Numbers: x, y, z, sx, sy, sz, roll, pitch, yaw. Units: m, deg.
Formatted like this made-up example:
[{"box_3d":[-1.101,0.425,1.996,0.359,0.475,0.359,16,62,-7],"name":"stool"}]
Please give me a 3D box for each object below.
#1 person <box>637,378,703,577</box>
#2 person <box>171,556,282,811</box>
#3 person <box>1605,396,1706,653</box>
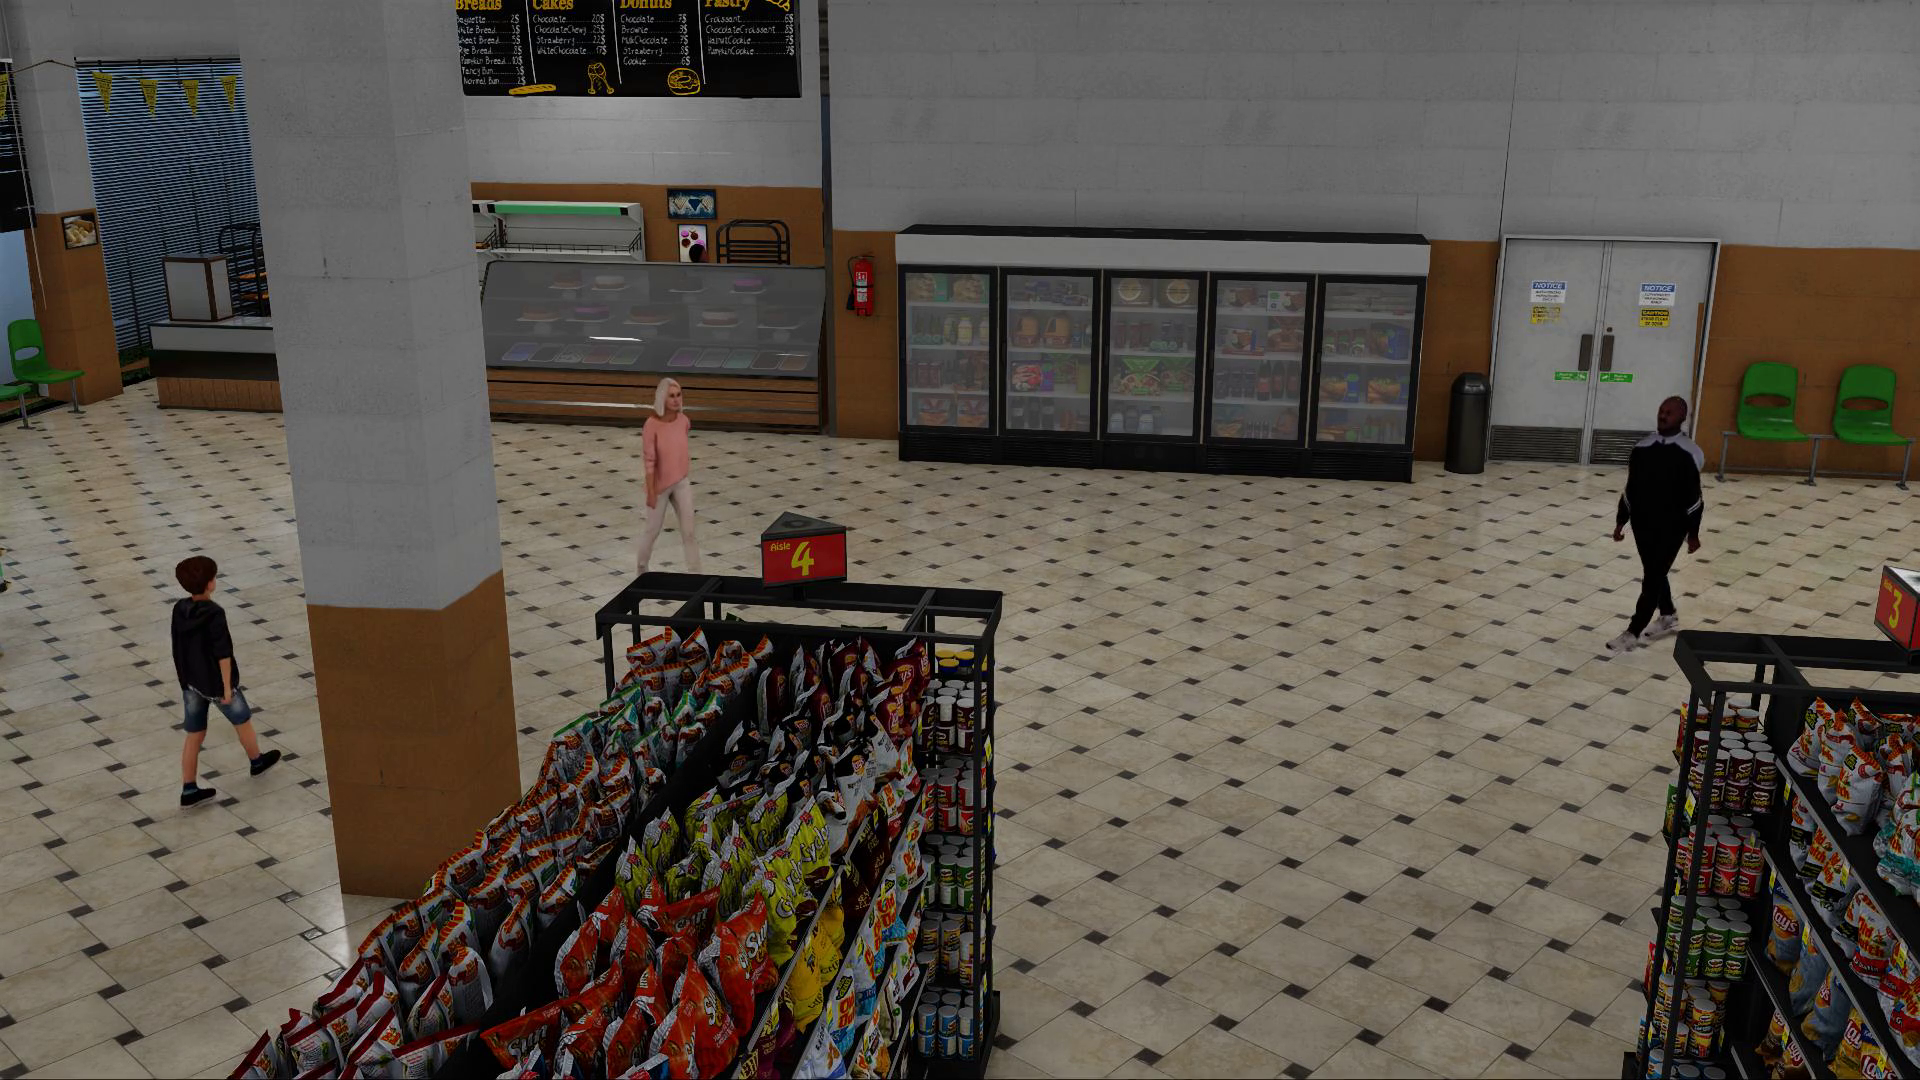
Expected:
[{"box_3d":[-2.308,-0.416,12.850,1.036,1.673,1.110,15,22,40],"name":"person"},{"box_3d":[-4.214,0.802,9.295,0.605,1.409,0.959,5,18,16],"name":"person"},{"box_3d":[4.963,-0.117,11.665,1.233,1.789,1.196,-11,20,-31],"name":"person"}]
